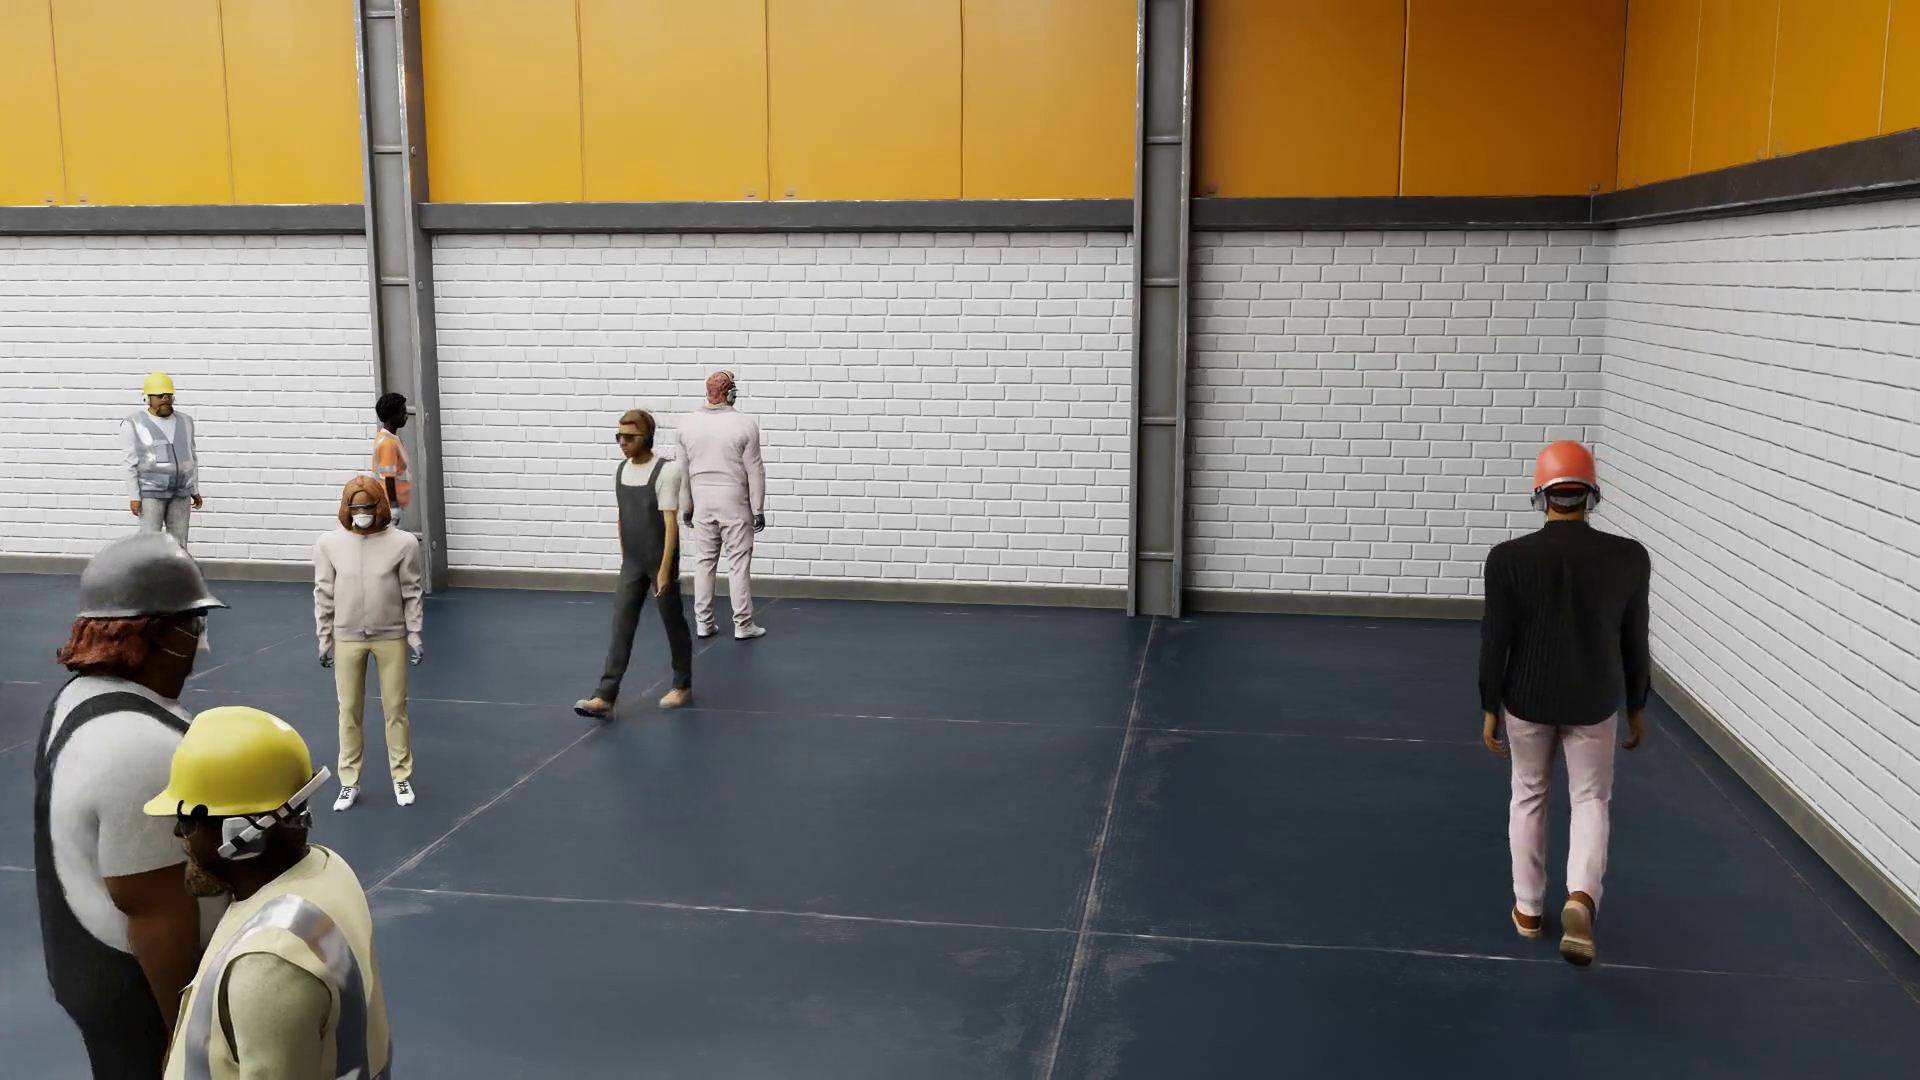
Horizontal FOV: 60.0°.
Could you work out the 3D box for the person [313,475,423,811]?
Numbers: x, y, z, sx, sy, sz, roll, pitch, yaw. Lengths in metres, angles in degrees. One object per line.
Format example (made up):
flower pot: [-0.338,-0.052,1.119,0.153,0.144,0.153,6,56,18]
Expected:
person: [-2.857,0.492,8.064,0.498,1.633,0.286,-2,10,-14]

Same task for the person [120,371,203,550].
person: [-6.153,-0.389,12.882,0.404,1.834,0.591,7,11,35]

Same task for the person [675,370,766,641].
person: [-1.663,-0.241,11.746,0.654,1.906,0.408,3,10,17]

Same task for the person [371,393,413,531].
person: [-4.308,-0.273,12.616,0.320,1.693,0.537,-3,10,-17]

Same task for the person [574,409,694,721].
person: [-1.855,0.153,9.621,0.537,1.797,0.943,5,10,27]

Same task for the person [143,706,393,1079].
person: [-1.262,1.203,3.105,0.403,1.826,0.590,-3,10,-16]

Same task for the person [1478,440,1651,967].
person: [2.267,0.615,6.264,0.625,1.975,0.718,3,10,18]
